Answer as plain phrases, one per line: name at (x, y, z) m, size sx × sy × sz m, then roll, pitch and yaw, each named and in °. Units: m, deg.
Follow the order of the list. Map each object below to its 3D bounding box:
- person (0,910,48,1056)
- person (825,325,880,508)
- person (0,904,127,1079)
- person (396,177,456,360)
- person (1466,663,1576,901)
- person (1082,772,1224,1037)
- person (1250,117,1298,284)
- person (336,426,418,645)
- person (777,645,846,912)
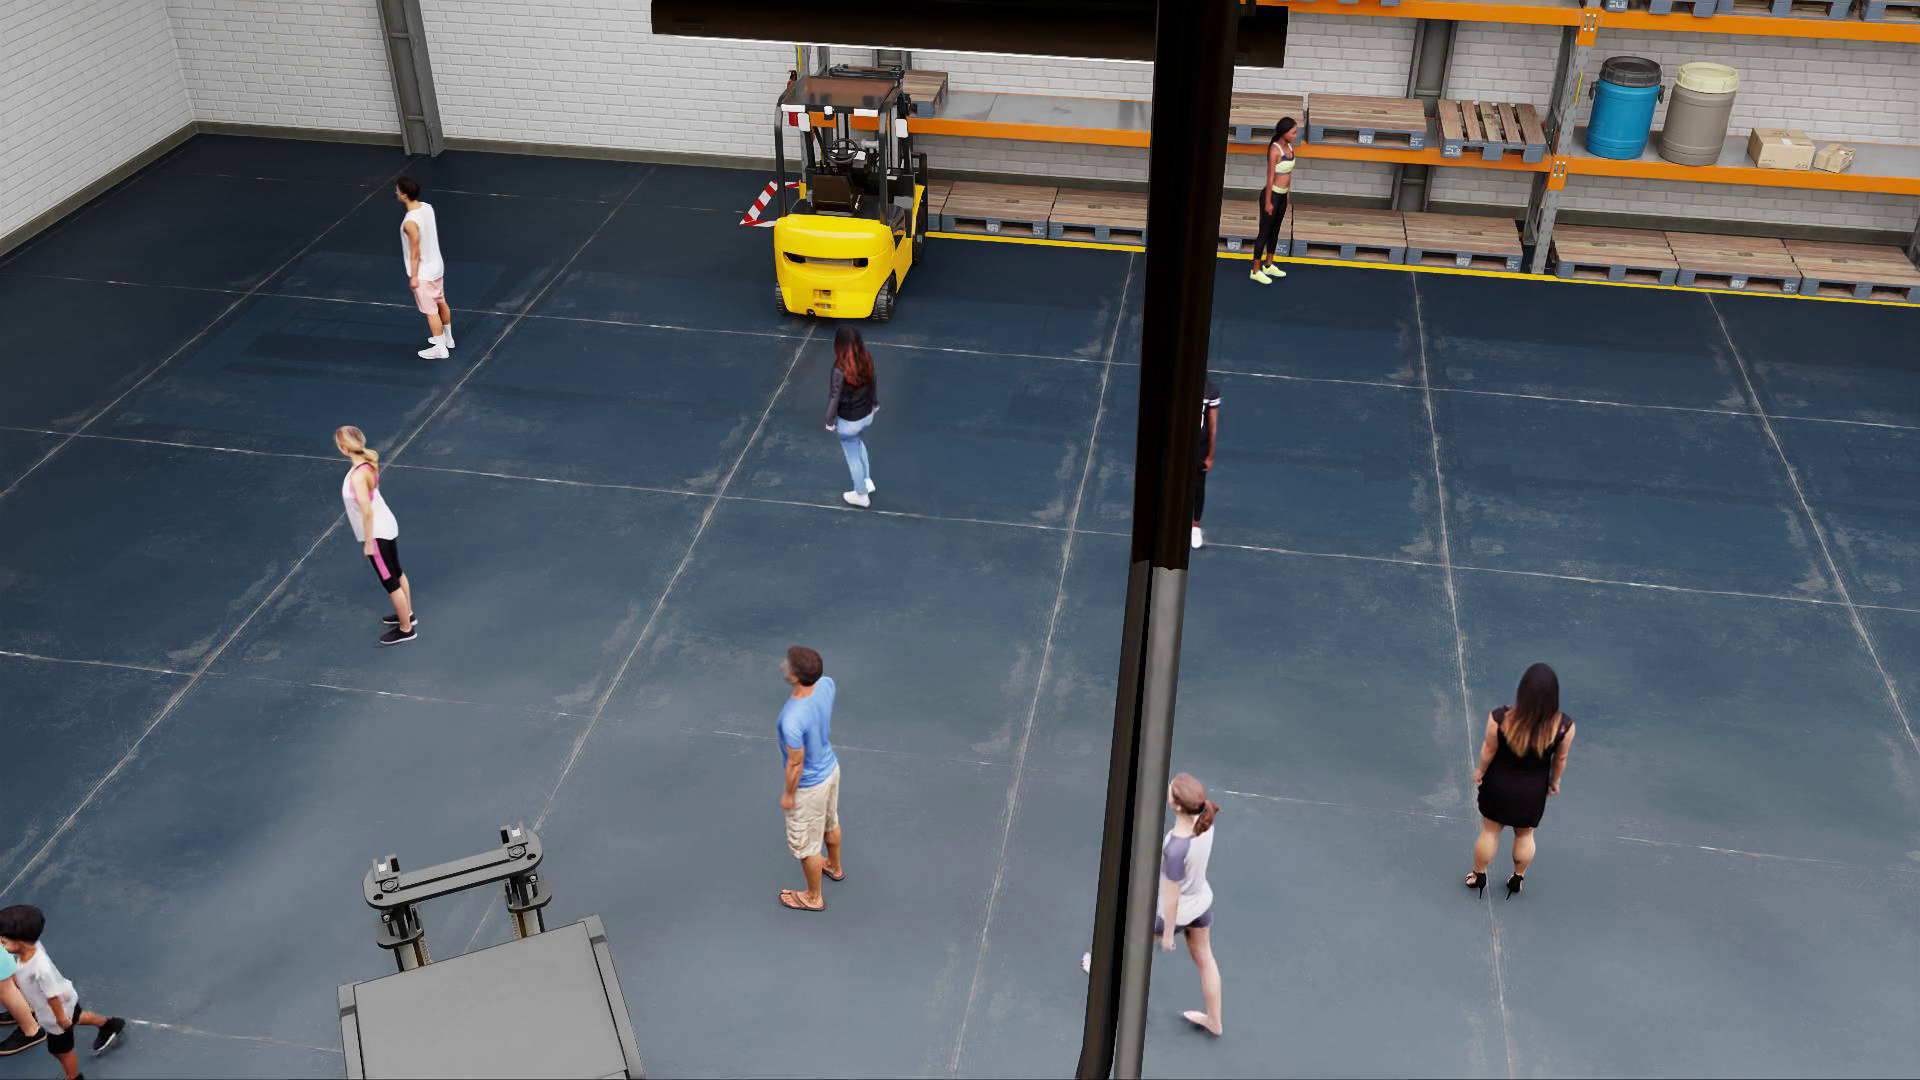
person at (-5.239, 2.110, 8.911) m, size 0.690 × 1.558 × 0.648 m, roll -14°, pitch 36°, yaw -20°
person at (-0.800, -0.976, 13.494) m, size 0.752 × 1.624 × 0.754 m, roll 23°, pitch 40°, yaw 31°
person at (-4.765, 2.369, 8.799) m, size 0.797 × 1.249 × 0.796 m, roll 28°, pitch 43°, yaw 35°
person at (-5.061, -2.583, 15.761) m, size 0.576 × 1.789 × 0.639 m, roll 4°, pitch 34°, yaw 5°
person at (3.277, 1.436, 9.778) m, size 0.510 × 1.721 × 0.690 m, roll 6°, pitch 34°, yaw 8°
person at (1.255, 2.014, 8.902) m, size 1.168 × 1.727 × 0.985 m, roll 27°, pitch 42°, yaw 34°
person at (3.244, -3.537, 17.229) m, size 0.666 × 1.754 × 0.641 m, roll 27°, pitch 42°, yaw 34°
person at (-4.170, -0.052, 11.957) m, size 0.605 × 1.786 × 0.659 m, roll -3°, pitch 34°, yaw -4°
person at (-0.871, 1.374, 9.742) m, size 0.644 × 1.863 × 0.698 m, roll 13°, pitch 36°, yaw 19°
